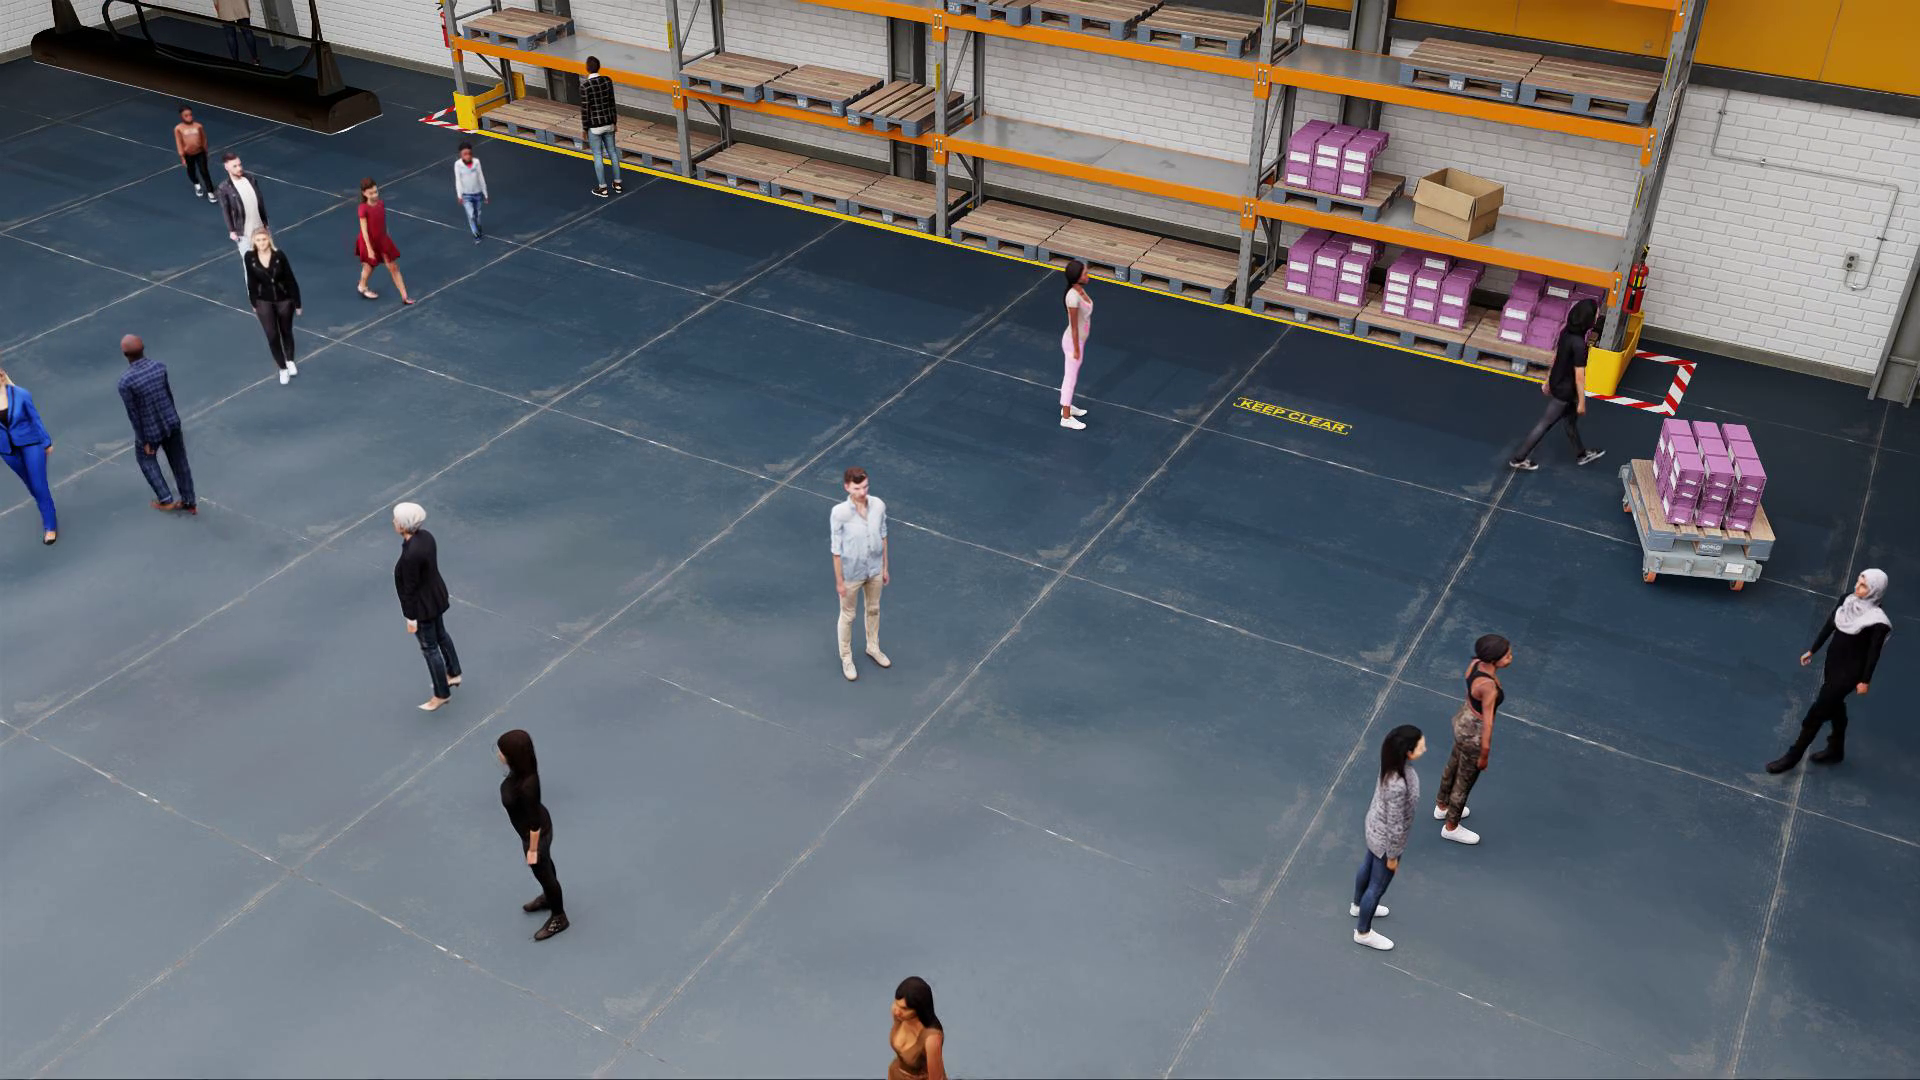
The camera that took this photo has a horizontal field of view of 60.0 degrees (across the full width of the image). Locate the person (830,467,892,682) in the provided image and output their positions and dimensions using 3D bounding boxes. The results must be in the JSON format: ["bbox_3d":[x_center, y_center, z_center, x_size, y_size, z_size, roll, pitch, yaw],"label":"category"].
[{"bbox_3d":[-0.786,0.227,13.085,0.731,1.848,0.726,-19,38,-26],"label":"person"}]

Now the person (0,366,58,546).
[{"bbox_3d":[-8.365,-0.856,14.869,0.986,1.676,1.030,-7,34,-10],"label":"person"}]

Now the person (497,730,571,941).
[{"bbox_3d":[-2.761,1.876,10.790,0.700,1.642,0.613,-13,36,-19],"label":"person"}]

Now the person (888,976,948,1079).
[{"bbox_3d":[-0.159,2.963,9.129,0.832,1.672,0.921,-23,40,-30],"label":"person"}]

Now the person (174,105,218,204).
[{"bbox_3d":[-9.918,-5.012,21.514,0.747,1.244,0.864,-18,38,-25],"label":"person"}]

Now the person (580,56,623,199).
[{"bbox_3d":[-4.646,-5.358,21.513,0.725,1.821,0.677,-26,41,-33],"label":"person"}]

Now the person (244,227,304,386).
[{"bbox_3d":[-7.147,-2.504,17.354,0.851,1.671,0.914,-12,35,-18],"label":"person"}]

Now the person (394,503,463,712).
[{"bbox_3d":[-4.074,0.509,12.581,0.747,1.780,0.824,1,34,2],"label":"person"}]

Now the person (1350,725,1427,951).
[{"bbox_3d":[2.748,1.873,10.714,0.657,1.732,0.689,4,34,6],"label":"person"}]

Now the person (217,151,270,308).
[{"bbox_3d":[-7.987,-3.484,18.680,0.512,1.836,0.648,17,37,24],"label":"person"}]

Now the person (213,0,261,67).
[{"bbox_3d":[-11.347,-8.322,25.909,0.814,1.891,0.834,-18,38,-25],"label":"person"}]

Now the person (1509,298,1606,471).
[{"bbox_3d":[5.583,-1.418,15.610,1.241,1.793,1.014,1,34,2],"label":"person"}]

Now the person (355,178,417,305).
[{"bbox_3d":[-6.666,-3.389,18.826,1.096,1.516,0.616,17,37,24],"label":"person"}]

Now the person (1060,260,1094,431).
[{"bbox_3d":[1.131,-1.954,16.464,0.629,1.740,0.645,5,34,7],"label":"person"}]

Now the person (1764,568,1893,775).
[{"bbox_3d":[6.495,0.949,12.084,1.016,1.753,0.904,-3,34,-4],"label":"person"}]

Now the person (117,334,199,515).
[{"bbox_3d":[-7.178,-1.011,14.989,0.740,1.803,0.688,21,39,29],"label":"person"}]

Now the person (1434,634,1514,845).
[{"bbox_3d":[3.557,1.345,11.538,0.662,1.699,0.656,1,34,2],"label":"person"}]

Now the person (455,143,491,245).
[{"bbox_3d":[-6.011,-4.298,20.449,0.773,1.233,0.893,-14,36,-20],"label":"person"}]
